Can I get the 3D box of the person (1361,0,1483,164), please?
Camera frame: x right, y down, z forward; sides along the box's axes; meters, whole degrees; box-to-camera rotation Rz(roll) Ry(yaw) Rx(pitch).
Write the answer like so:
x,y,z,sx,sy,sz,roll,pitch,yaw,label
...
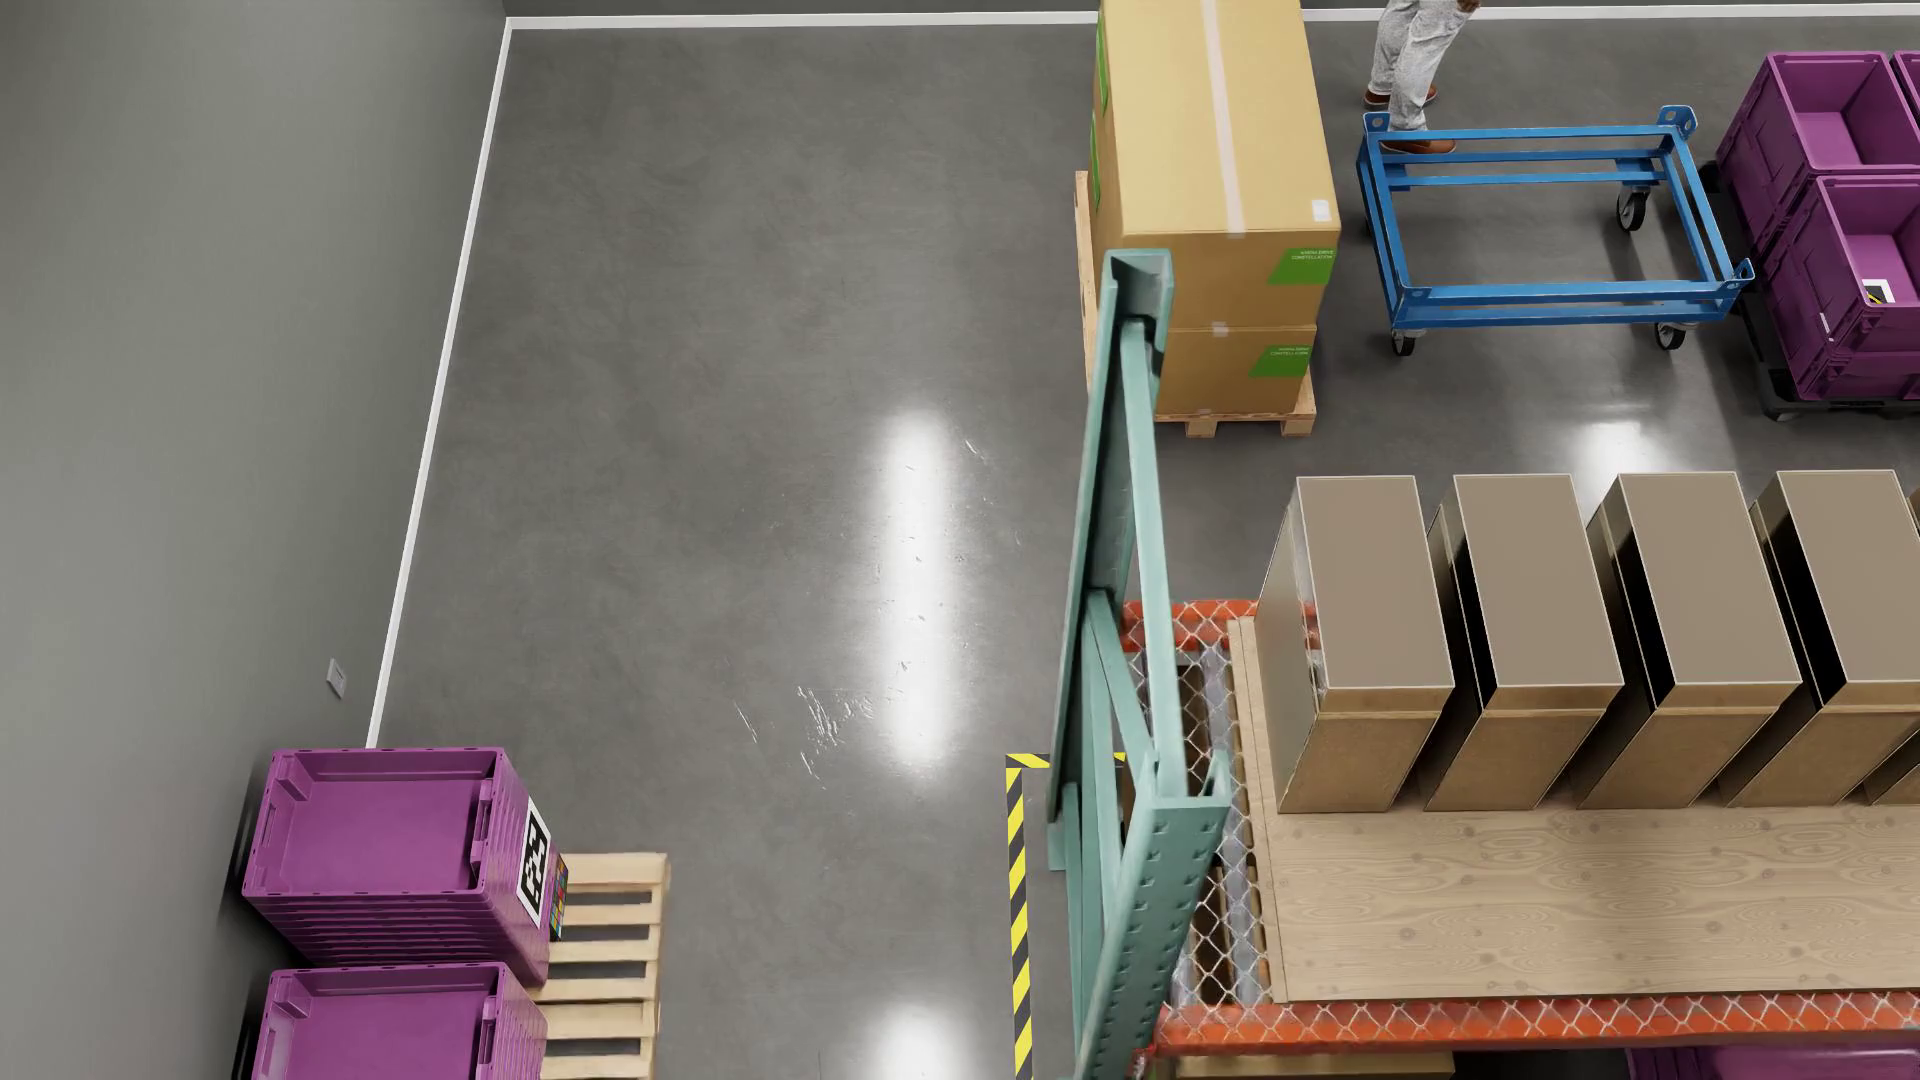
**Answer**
x,y,z,sx,sy,sz,roll,pitch,yaw,label
1.824,-2.233,6.072,0.366,1.939,0.635,-3,58,-2,person
